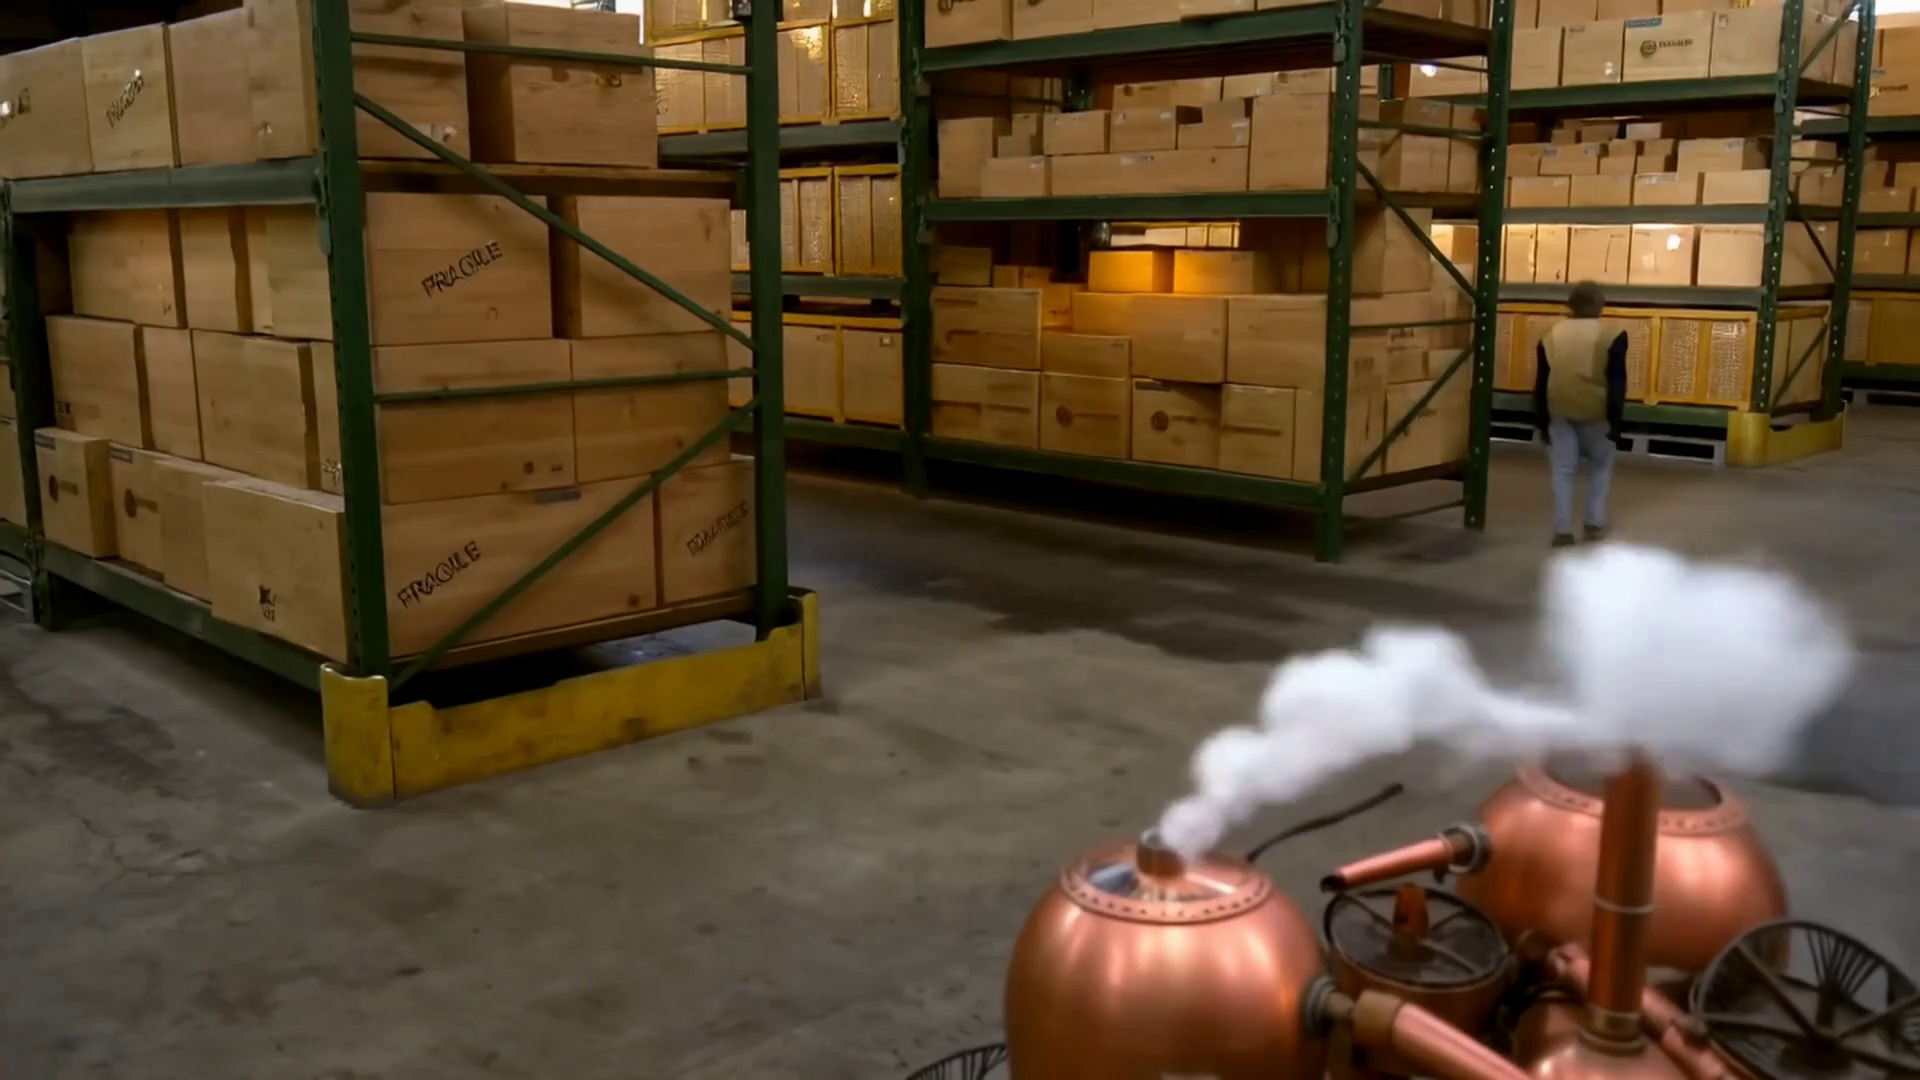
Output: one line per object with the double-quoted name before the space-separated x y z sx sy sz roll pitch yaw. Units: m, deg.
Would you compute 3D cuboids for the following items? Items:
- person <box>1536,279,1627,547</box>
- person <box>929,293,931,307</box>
"person" 4.261 -0.860 11.401 0.650 1.828 0.507 10 14 43
"person" -0.230 -2.667 20.966 1.032 1.945 0.656 8 13 37
